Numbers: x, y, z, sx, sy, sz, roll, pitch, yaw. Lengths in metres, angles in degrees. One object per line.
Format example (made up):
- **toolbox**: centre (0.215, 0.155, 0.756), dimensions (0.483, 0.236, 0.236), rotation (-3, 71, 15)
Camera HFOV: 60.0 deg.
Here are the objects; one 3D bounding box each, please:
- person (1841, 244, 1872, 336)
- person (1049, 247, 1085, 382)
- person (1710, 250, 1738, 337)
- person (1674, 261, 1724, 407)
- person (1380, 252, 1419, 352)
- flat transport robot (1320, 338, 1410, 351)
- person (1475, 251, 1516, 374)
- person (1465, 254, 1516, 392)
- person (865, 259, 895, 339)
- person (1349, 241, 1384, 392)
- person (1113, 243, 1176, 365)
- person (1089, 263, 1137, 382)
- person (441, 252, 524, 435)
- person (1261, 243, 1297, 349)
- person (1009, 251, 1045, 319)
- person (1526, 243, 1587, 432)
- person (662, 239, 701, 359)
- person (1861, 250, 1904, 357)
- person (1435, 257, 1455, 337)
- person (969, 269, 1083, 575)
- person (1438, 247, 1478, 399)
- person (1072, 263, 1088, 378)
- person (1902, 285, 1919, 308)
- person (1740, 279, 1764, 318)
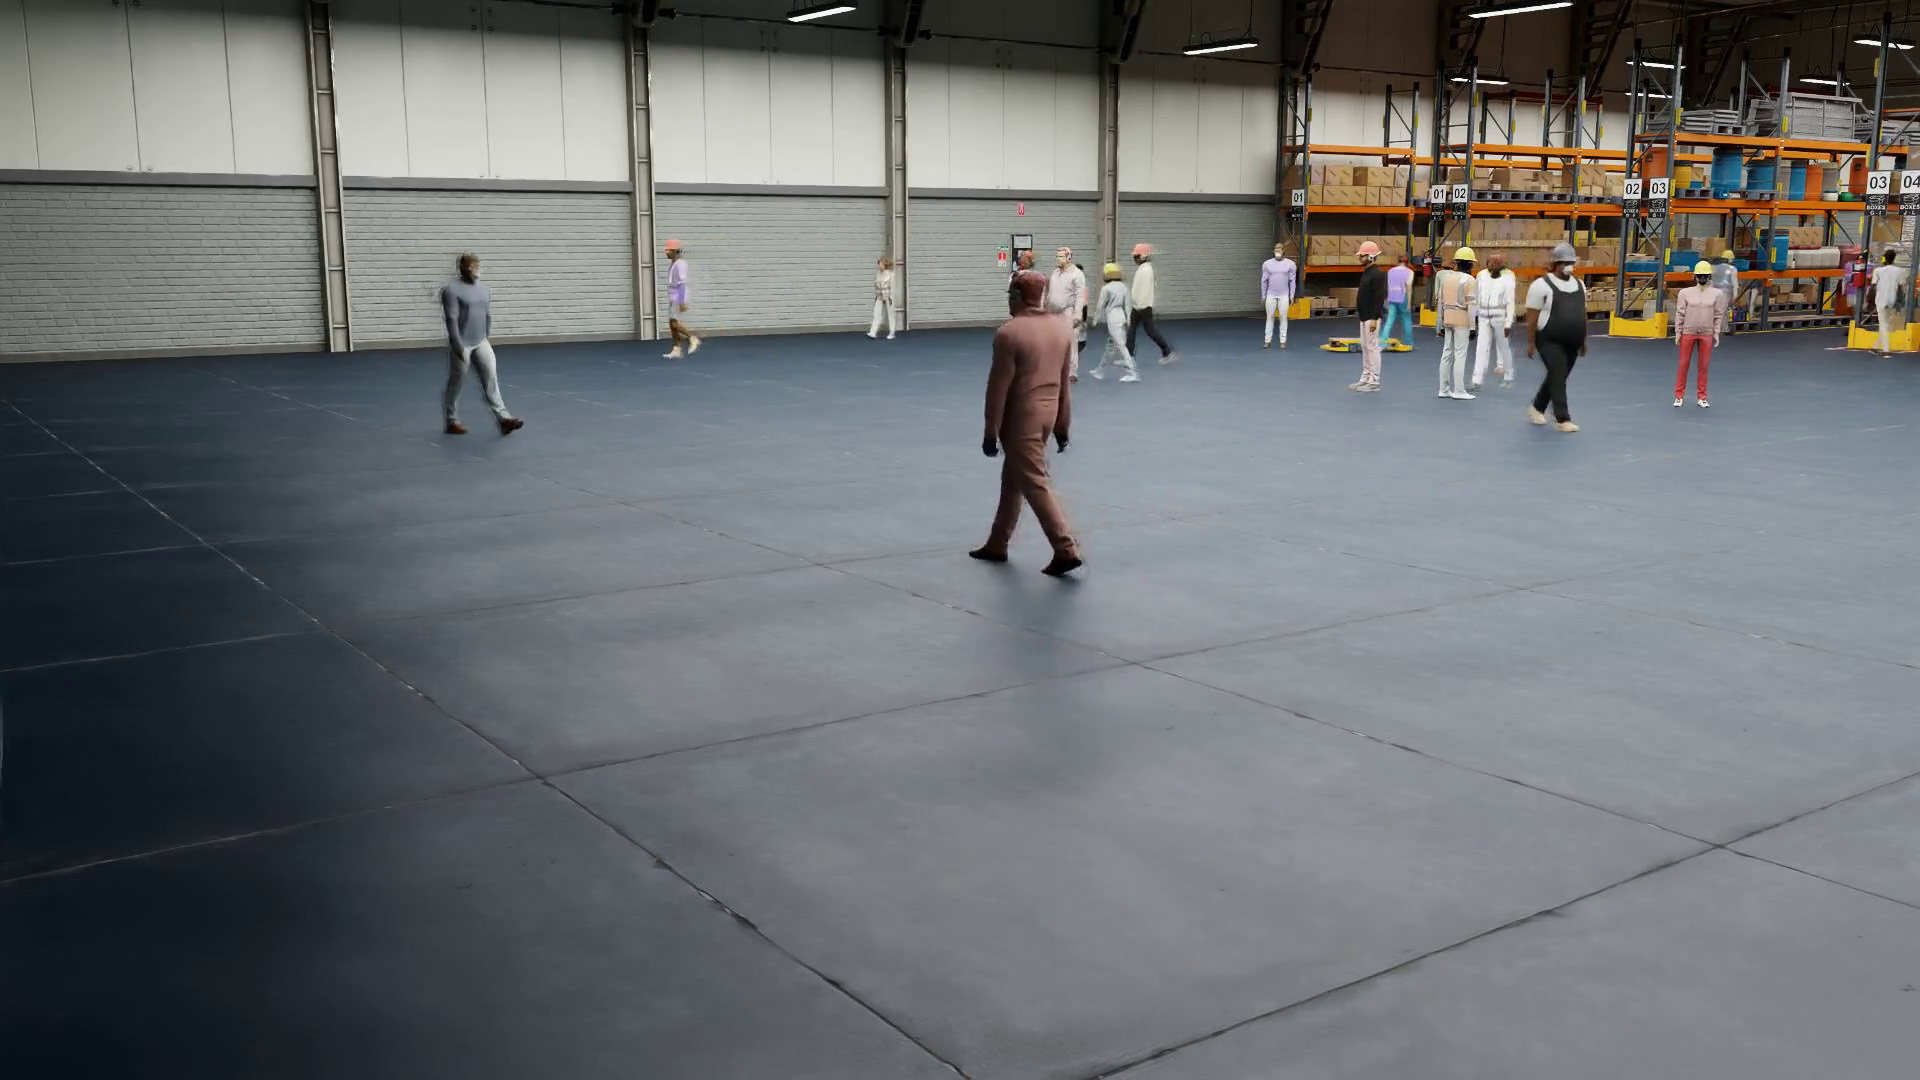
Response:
- **person**: centre (18.729, -5.209, 34.703), dimensions (0.848, 1.911, 0.553), rotation (-8, 13, -38)
- **person**: centre (1.469, -3.197, 23.648), dimensions (0.406, 1.911, 0.636), rotation (-8, 13, -39)
- **person**: centre (15.626, -5.044, 34.093), dimensions (0.896, 1.799, 0.607), rotation (-4, 11, -23)
- **person**: centre (8.932, -2.486, 20.139), dimensions (0.525, 1.769, 0.308), rotation (3, 11, 14)
- **person**: centre (7.856, -4.245, 29.708), dimensions (0.955, 1.799, 0.581), rotation (-8, 13, -38)
- **flat transport robot**: centre (7.283, -3.522, 29.919), dimensions (1.431, 0.197, 0.652), rotation (-1, 10, -5)
- **person**: centre (8.028, -3.424, 25.073), dimensions (0.619, 1.845, 0.430), rotation (-1, 10, -5)
- **person**: centre (7.190, -2.913, 22.323), dimensions (1.018, 1.835, 0.596), rotation (-9, 14, -42)
- **person**: centre (-1.575, -4.819, 33.350), dimensions (0.541, 1.599, 0.807), rotation (7, 12, 33)
- **person**: centre (5.450, -2.979, 22.213), dimensions (0.395, 1.993, 0.614), rotation (0, 10, -2)
- **person**: centre (2.995, -3.769, 26.653), dimensions (0.963, 1.962, 0.624), rotation (-1, 10, -8)
- **person**: centre (2.210, -3.120, 23.853), dimensions (0.939, 1.677, 0.503), rotation (10, 14, 44)
- **person**: centre (-5.000, -2.009, 17.187), dimensions (1.042, 1.882, 0.643), rotation (7, 12, 34)
- **person**: centre (5.878, -4.502, 30.717), dimensions (0.629, 1.939, 0.371), rotation (3, 11, 18)
- **person**: centre (0.905, -3.148, 23.544), dimensions (0.576, 1.844, 0.894), rotation (4, 11, 22)
- **person**: centre (6.419, -2.215, 17.904), dimensions (0.683, 2.000, 0.966), rotation (-4, 11, -20)
- **person**: centre (-4.754, -4.070, 28.112), dimensions (0.528, 2.023, 0.625), rotation (-5, 11, -24)
- **person**: centre (15.889, -4.081, 28.703), dimensions (0.536, 1.825, 0.935), rotation (0, 10, -1)
- **person**: centre (10.027, -5.000, 34.285), dimensions (0.268, 1.632, 0.507), rotation (-10, 14, -44)
- **person**: centre (0.418, -0.727, 10.247), dimensions (0.969, 1.866, 0.654), rotation (8, 13, 38)
- **person**: centre (6.344, -2.749, 21.148), dimensions (0.376, 1.922, 0.594), rotation (-5, 12, -26)
- **person**: centre (1.592, -3.150, 24.010), dimensions (0.548, 1.675, 0.458), rotation (9, 14, 42)
- **person**: centre (19.254, -4.987, 33.402), dimensions (0.628, 1.932, 0.361), rotation (5, 12, 26)
- **person**: centre (19.083, -6.038, 40.020), dimensions (0.498, 1.608, 0.737), rotation (10, 14, 43)
